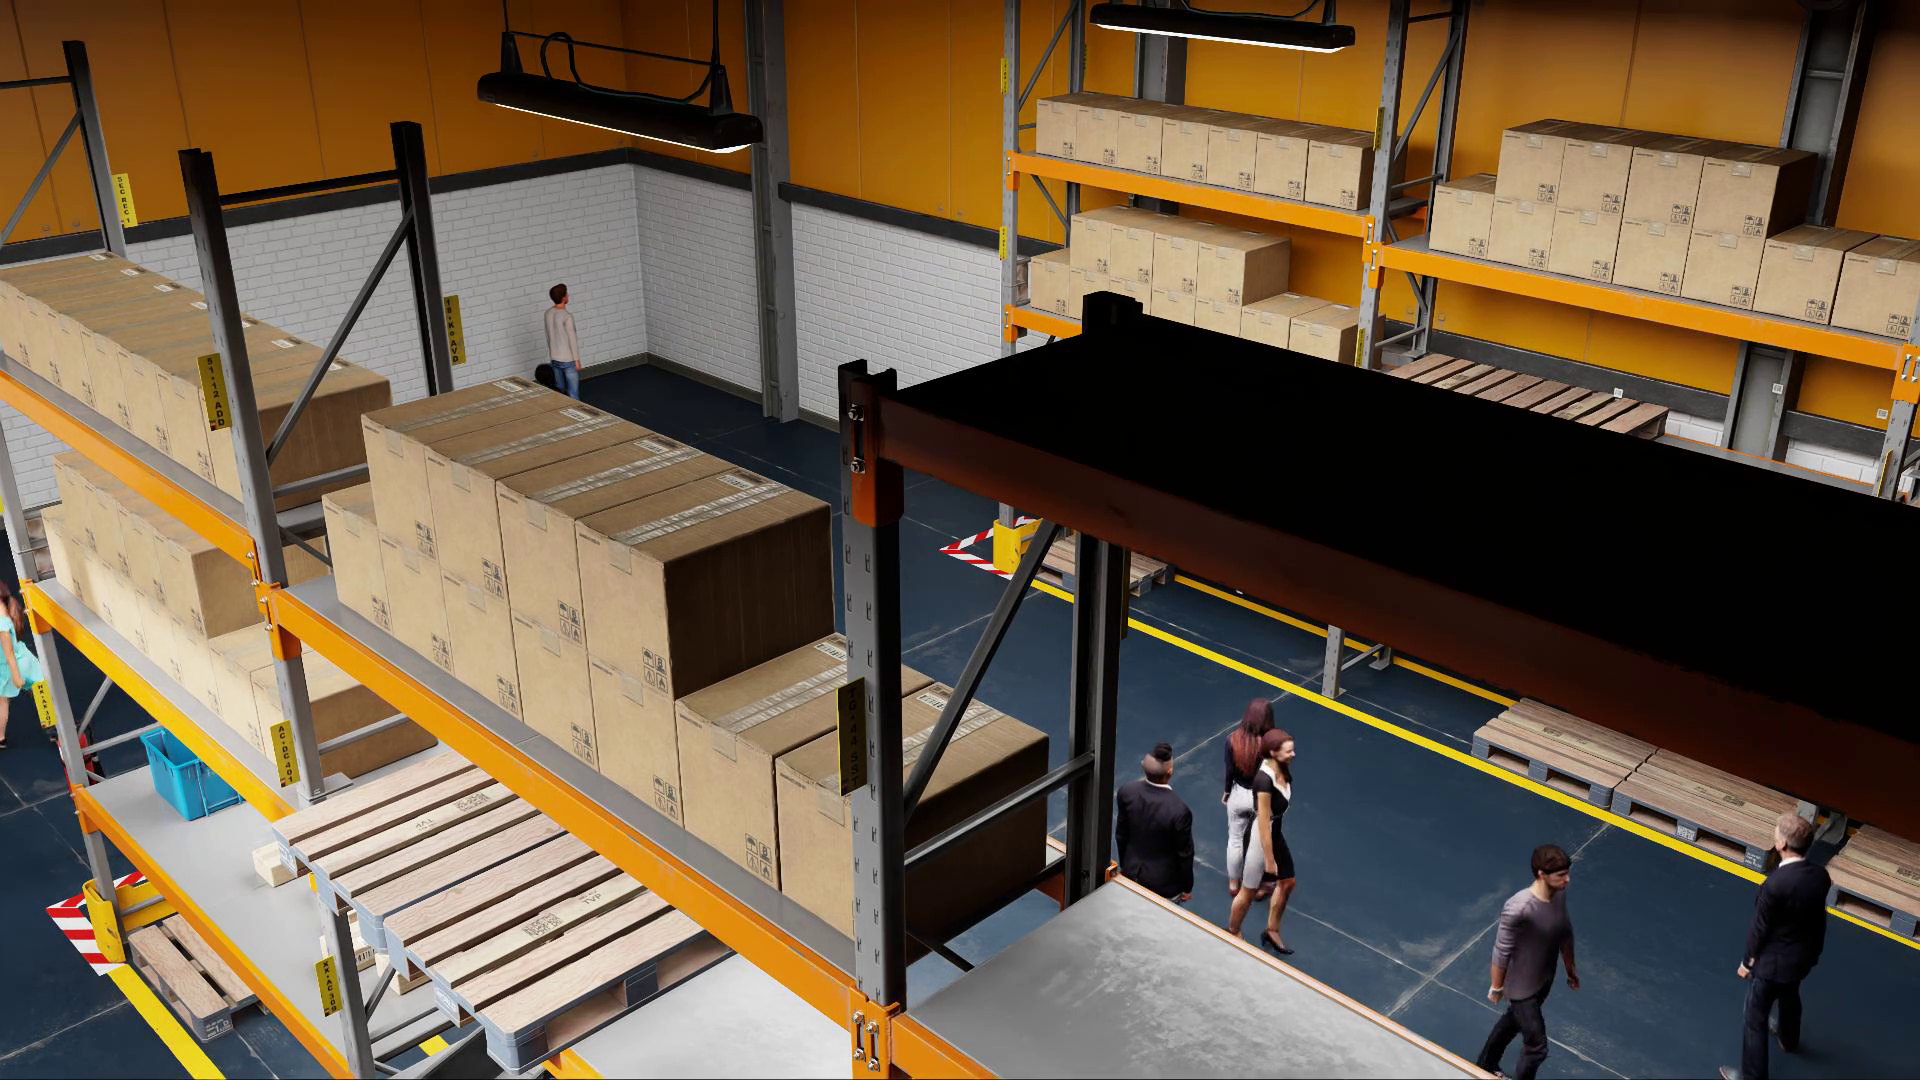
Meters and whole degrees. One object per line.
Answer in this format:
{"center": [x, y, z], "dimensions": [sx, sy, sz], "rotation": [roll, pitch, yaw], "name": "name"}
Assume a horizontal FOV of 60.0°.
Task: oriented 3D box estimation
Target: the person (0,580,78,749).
{"center": [-7.729, 1.047, 13.761], "dimensions": [1.042, 1.519, 1.059], "rotation": [-3, 24, -7], "name": "person"}

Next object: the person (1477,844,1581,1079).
{"center": [3.305, 2.560, 9.911], "dimensions": [0.714, 1.830, 0.873], "rotation": [-21, 31, -39], "name": "person"}

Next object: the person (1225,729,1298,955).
{"center": [1.954, 2.035, 11.174], "dimensions": [0.808, 1.780, 0.732], "rotation": [10, 26, 22], "name": "person"}

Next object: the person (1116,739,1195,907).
{"center": [1.240, 2.133, 10.727], "dimensions": [0.597, 1.959, 0.802], "rotation": [16, 28, 31], "name": "person"}

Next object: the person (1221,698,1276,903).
{"center": [2.094, 1.839, 11.838], "dimensions": [0.604, 1.608, 0.736], "rotation": [9, 25, 19], "name": "person"}

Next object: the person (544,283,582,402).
{"center": [-4.973, -2.281, 20.893], "dimensions": [0.582, 1.904, 0.753], "rotation": [15, 28, 31], "name": "person"}

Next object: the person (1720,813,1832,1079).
{"center": [4.990, 2.507, 10.088], "dimensions": [0.952, 1.786, 0.910], "rotation": [-10, 26, -22], "name": "person"}
